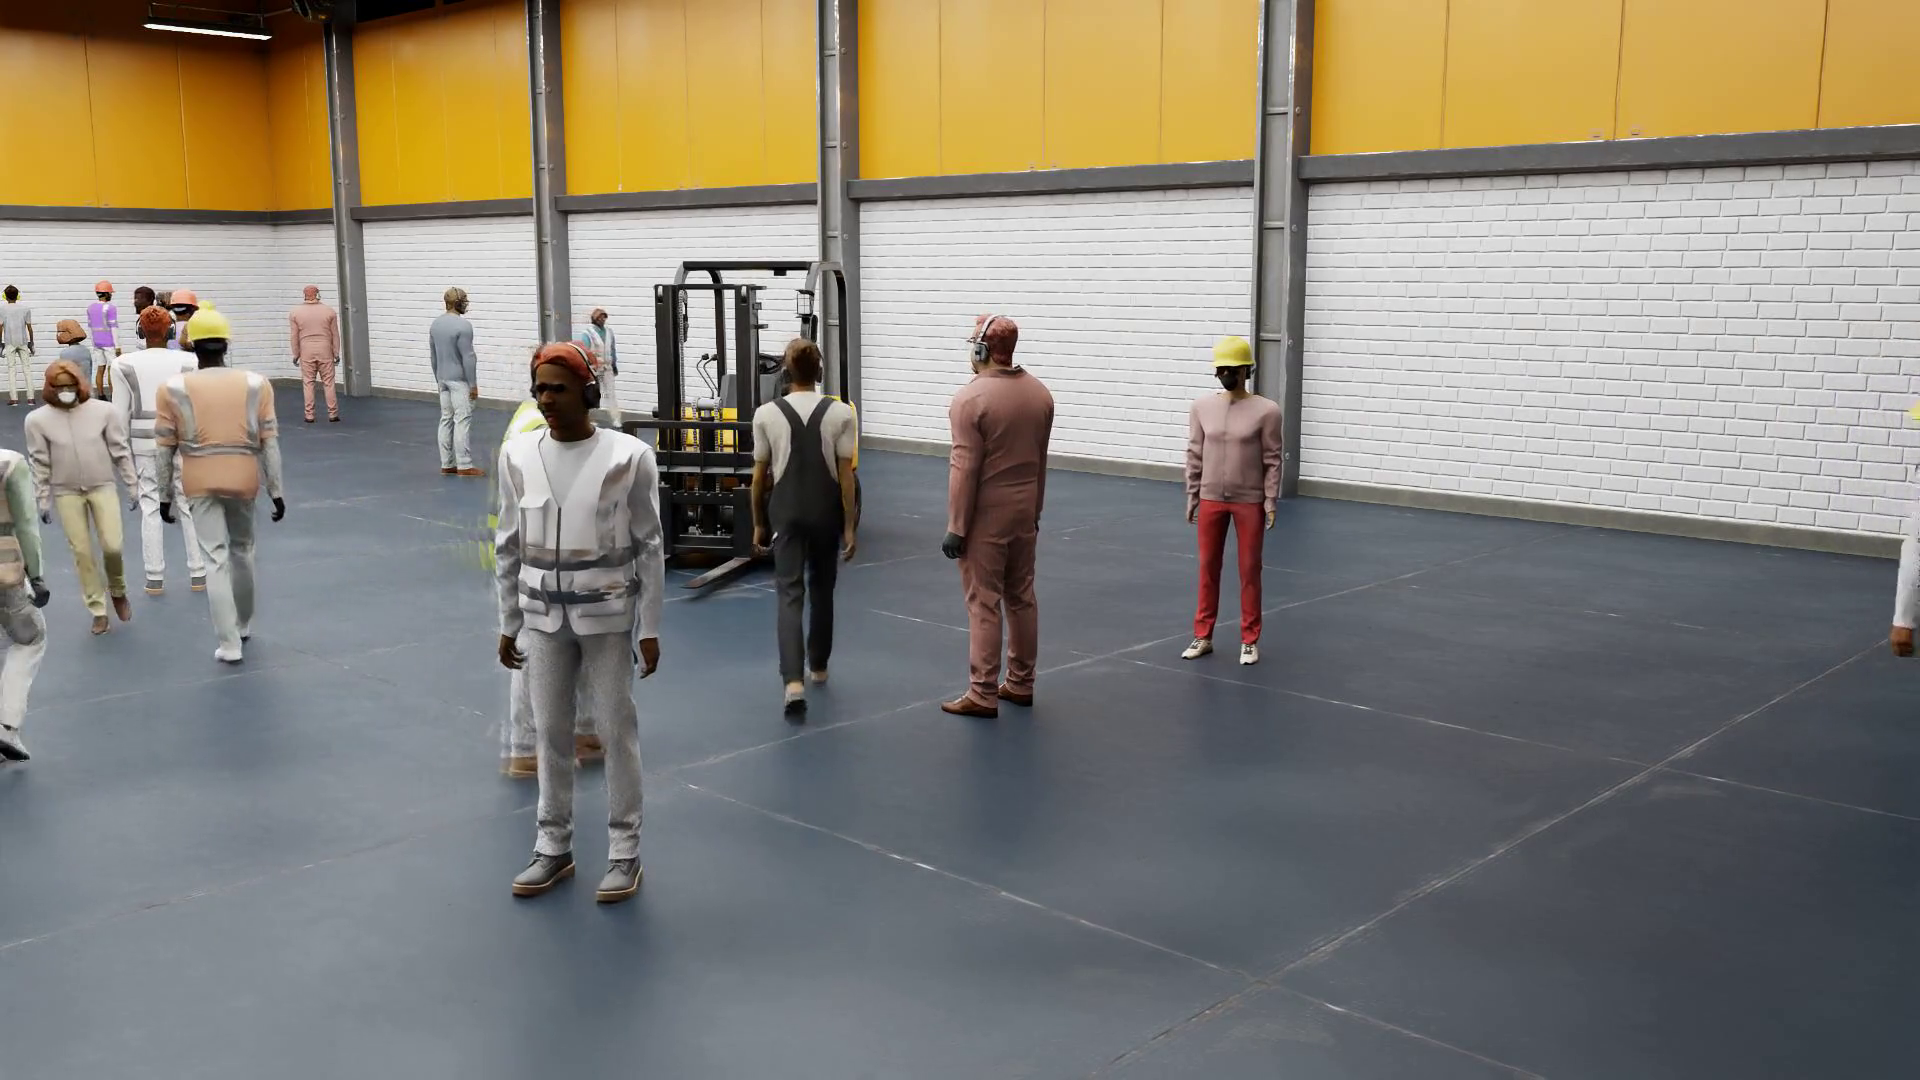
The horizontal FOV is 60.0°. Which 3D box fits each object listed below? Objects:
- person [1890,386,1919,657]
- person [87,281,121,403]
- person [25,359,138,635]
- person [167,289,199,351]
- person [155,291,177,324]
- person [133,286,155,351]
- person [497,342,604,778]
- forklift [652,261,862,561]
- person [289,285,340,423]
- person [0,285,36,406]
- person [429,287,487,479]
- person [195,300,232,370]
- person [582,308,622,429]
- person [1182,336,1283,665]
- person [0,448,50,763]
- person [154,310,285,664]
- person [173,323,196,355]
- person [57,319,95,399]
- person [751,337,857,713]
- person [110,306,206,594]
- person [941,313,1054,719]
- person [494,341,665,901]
[{"bbox_3d":[3.711,0.241,6.104,0.617,1.787,0.486,-4,10,-21],"label":"person"},{"bbox_3d":[-13.164,-3.023,25.664,0.547,1.937,0.379,3,10,20],"label":"person"},{"bbox_3d":[-5.072,-0.250,9.636,0.542,1.607,0.392,-4,10,-24],"label":"person"},{"bbox_3d":[-7.361,-1.427,15.904,0.542,1.928,0.374,-2,10,-14],"label":"person"},{"bbox_3d":[-10.647,-2.451,22.509,0.481,1.823,0.649,-1,9,-4],"label":"person"},{"bbox_3d":[-9.301,-1.956,19.185,0.388,1.917,0.593,-8,12,-39],"label":"person"},{"bbox_3d":[-1.605,0.096,6.908,0.659,1.818,0.627,-1,9,-7],"label":"person"},{"bbox_3d":[-1.552,-1.040,12.721,1.214,2.155,2.313,2,9,11],"label":"forklift"},{"bbox_3d":[-8.903,-2.570,23.002,0.636,1.902,0.406,-3,10,-19],"label":"person"},{"bbox_3d":[-14.677,-3.021,25.857,0.513,1.872,0.328,-7,12,-38],"label":"person"},{"bbox_3d":[-5.115,-1.592,16.887,0.635,1.937,0.355,7,12,38],"label":"person"},{"bbox_3d":[-9.058,-2.021,20.122,0.487,1.741,0.314,-1,9,-6],"label":"person"},{"bbox_3d":[-4.821,-2.293,22.200,0.718,1.602,0.569,8,12,40],"label":"person"},{"bbox_3d":[1.460,-0.209,8.935,0.526,1.768,0.330,5,10,26],"label":"person"},{"bbox_3d":[-4.120,0.171,7.014,0.547,1.621,0.368,-1,9,-4],"label":"person"},{"bbox_3d":[-4.090,-0.305,9.140,0.613,1.891,0.873,-6,11,-34],"label":"person"},{"bbox_3d":[-7.229,-1.255,15.764,0.517,1.624,0.341,-7,11,-36],"label":"person"},{"bbox_3d":[-8.758,-1.377,16.524,0.277,1.627,0.502,0,9,-2],"label":"person"},{"bbox_3d":[-0.757,-0.085,8.114,0.518,1.801,0.974,-1,9,-6],"label":"person"},{"bbox_3d":[-5.194,-0.584,10.875,0.584,1.882,0.345,-4,10,-25],"label":"person"},{"bbox_3d":[0.151,-0.114,7.910,0.408,1.913,0.642,8,12,41],"label":"person"},{"bbox_3d":[-1.279,0.278,5.587,0.583,1.882,0.337,2,9,11],"label":"person"}]
